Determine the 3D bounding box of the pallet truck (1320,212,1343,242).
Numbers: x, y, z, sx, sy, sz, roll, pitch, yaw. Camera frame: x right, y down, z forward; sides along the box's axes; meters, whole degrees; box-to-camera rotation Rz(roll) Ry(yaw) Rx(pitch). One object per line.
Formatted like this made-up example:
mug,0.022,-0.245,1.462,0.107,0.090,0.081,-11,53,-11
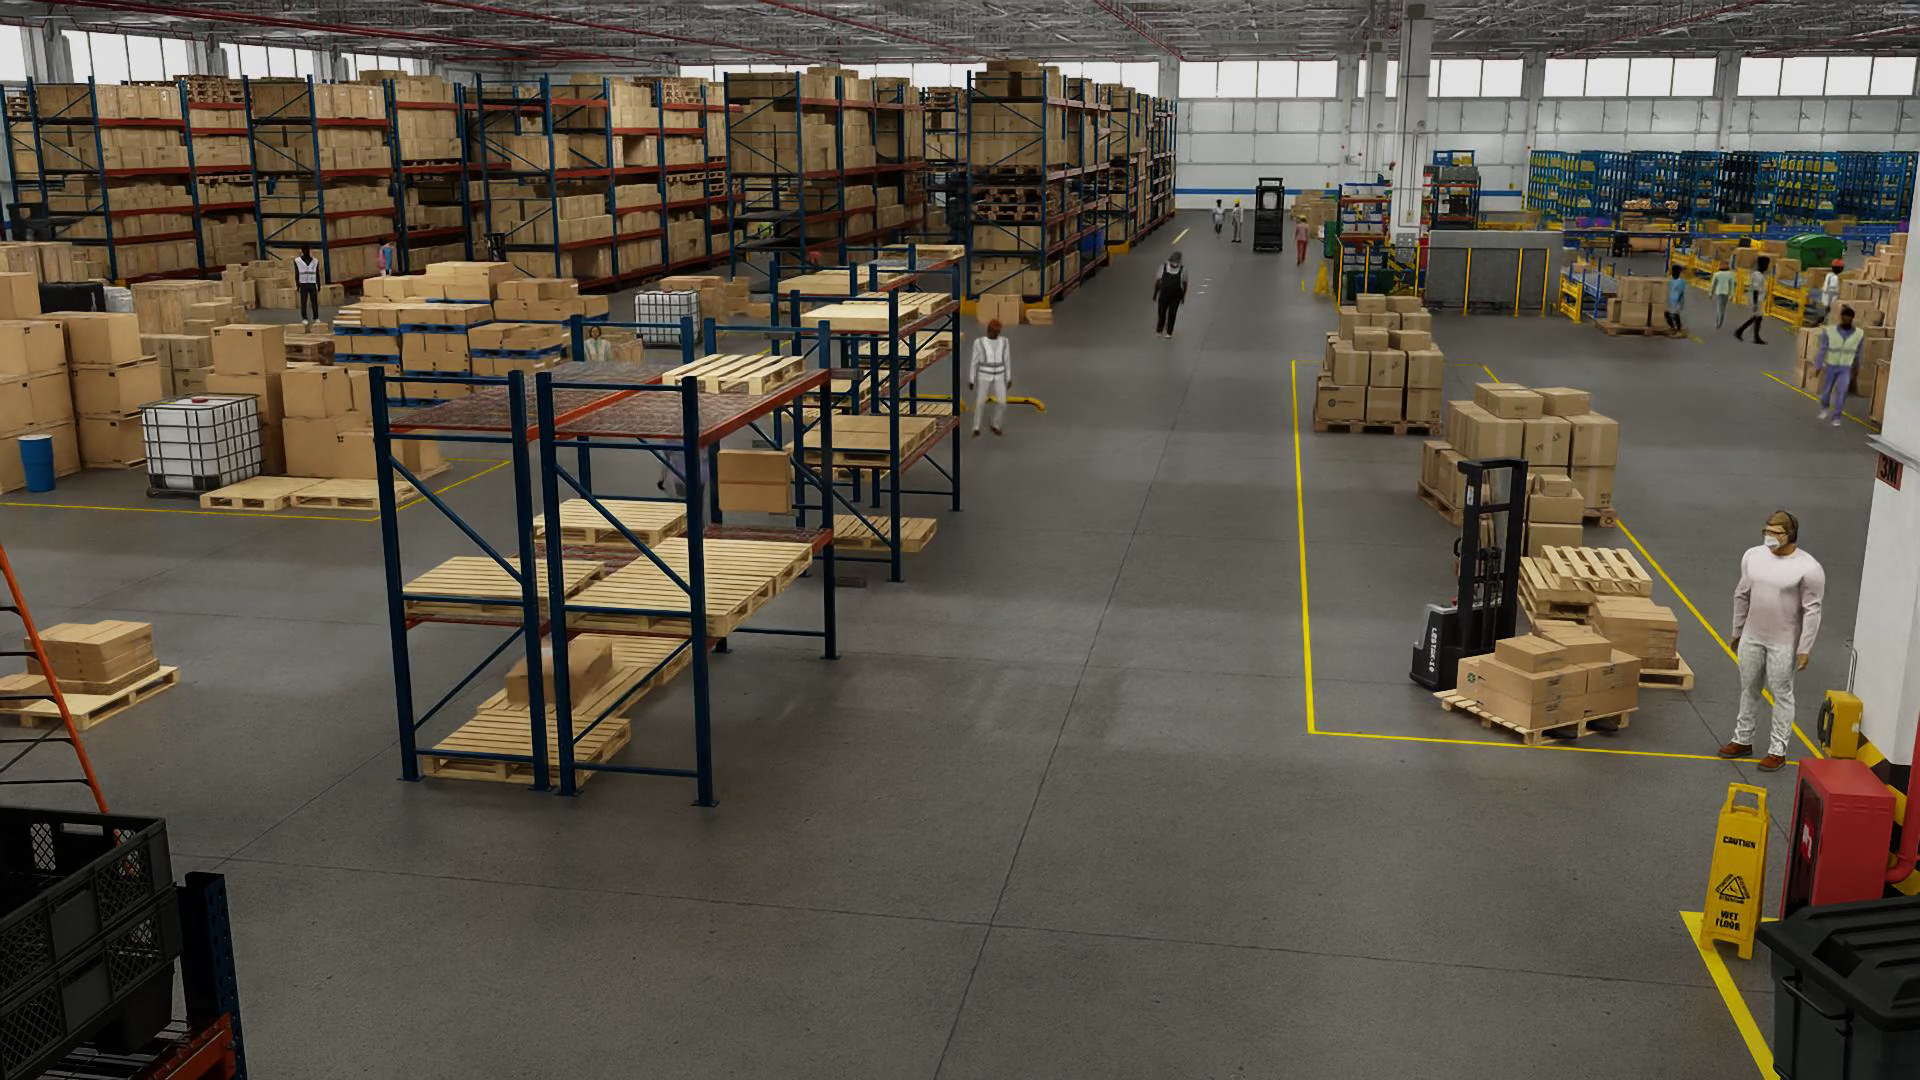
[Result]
pallet truck,15.874,-13.227,70.310,0.680,1.201,1.601,10,17,35

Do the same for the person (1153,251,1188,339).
person,4.708,-5.513,37.316,0.768,2.000,0.670,3,14,11

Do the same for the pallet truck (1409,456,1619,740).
pallet truck,4.504,0.400,13.395,0.823,1.965,1.885,-6,15,-23

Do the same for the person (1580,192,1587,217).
person,30.102,-16.094,80.465,0.404,1.945,0.615,7,15,25

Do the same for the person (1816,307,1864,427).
person,14.072,-2.804,26.641,0.616,1.883,0.919,6,15,22

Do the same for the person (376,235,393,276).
person,-15.704,-7.405,45.410,0.429,1.840,0.637,-8,16,-29

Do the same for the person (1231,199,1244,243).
person,11.609,-13.373,69.685,0.404,1.826,0.592,-10,17,-34

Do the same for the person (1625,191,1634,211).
person,32.433,-16.057,80.573,0.403,1.823,0.588,-7,15,-25

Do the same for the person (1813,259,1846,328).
person,19.074,-5.175,36.253,0.972,1.884,0.572,3,14,13

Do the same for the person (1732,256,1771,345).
person,17.387,-5.243,36.418,0.660,1.943,0.635,6,15,22

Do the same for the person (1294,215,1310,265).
person,11.973,-10.508,58.215,0.529,1.734,0.816,3,14,13

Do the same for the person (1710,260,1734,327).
person,18.139,-5.849,39.582,0.506,1.615,0.680,3,14,11

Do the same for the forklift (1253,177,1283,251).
forklift,12.083,-12.747,64.956,1.129,2.768,1.873,3,14,10

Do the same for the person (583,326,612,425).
person,-5.753,-2.611,26.353,0.515,1.641,0.314,-6,15,-24

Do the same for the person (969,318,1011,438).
person,0.462,-2.452,25.278,0.686,1.844,0.624,-5,15,-19

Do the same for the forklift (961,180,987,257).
forklift,0.704,-11.934,61.655,1.873,2.768,1.129,2,14,9

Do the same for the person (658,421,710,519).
person,-2.939,-0.699,18.110,0.604,1.886,0.973,-6,15,-25

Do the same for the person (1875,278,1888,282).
person,17.632,-4.108,31.990,0.398,1.856,0.550,7,15,25

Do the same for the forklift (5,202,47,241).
forklift,-23.570,-7.142,42.198,1.873,2.768,1.129,3,14,10

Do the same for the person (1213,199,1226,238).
person,11.349,-14.050,72.715,0.543,1.681,0.545,-4,14,-14

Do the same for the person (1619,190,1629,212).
person,33.959,-17.202,85.211,0.593,1.823,0.566,1,14,5

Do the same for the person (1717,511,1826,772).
person,5.941,0.729,12.180,0.353,1.937,0.635,-8,16,-31

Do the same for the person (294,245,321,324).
person,-15.865,-6.224,40.481,0.589,1.911,0.394,-10,17,-34

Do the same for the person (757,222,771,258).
person,-7.211,-11.253,61.327,0.538,1.696,0.317,-5,15,-21

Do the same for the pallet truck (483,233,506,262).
pallet truck,-11.832,-7.026,43.548,1.885,1.965,0.823,8,16,28

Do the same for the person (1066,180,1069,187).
person,5.752,-18.851,91.638,0.857,1.970,0.628,2,14,10

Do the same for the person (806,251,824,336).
person,-3.197,-5.493,37.355,0.519,1.981,0.634,3,14,10

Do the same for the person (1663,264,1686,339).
person,16.144,-5.372,37.499,0.454,1.671,0.548,-2,14,-8

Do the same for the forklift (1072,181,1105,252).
forklift,4.317,-11.680,60.624,1.873,2.768,1.129,3,14,11
